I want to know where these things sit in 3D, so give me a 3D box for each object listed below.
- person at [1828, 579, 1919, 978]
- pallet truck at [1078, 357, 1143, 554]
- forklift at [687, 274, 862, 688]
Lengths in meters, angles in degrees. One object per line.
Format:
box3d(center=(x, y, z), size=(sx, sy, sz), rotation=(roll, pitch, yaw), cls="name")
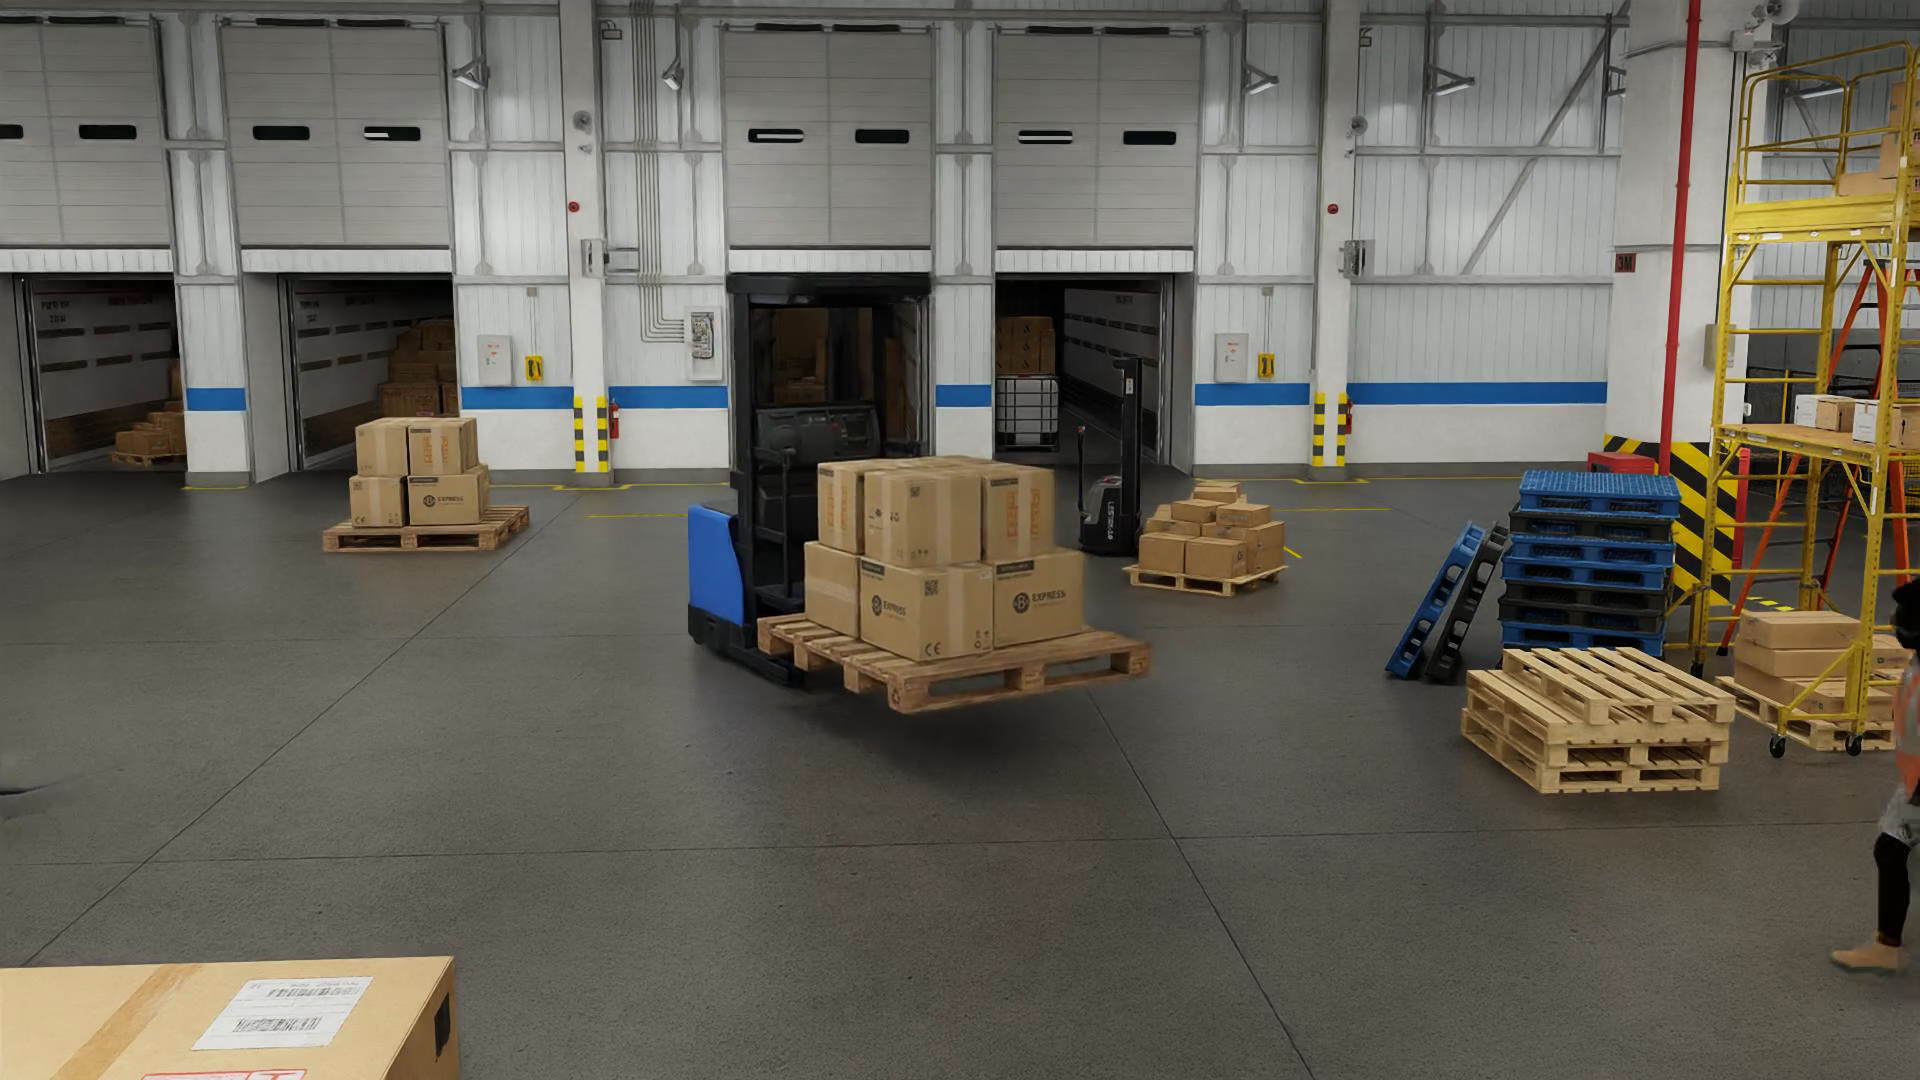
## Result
box3d(center=(3.765, 0.968, 6.443), size=(0.728, 1.654, 0.550), rotation=(3, 9, 16), cls="person")
box3d(center=(2.088, -0.836, 16.757), size=(1.885, 1.965, 0.823), rotation=(2, 9, 13), cls="pallet truck")
box3d(center=(-1.186, -0.529, 12.072), size=(1.129, 2.768, 1.873), rotation=(-6, 11, -31), cls="forklift")
